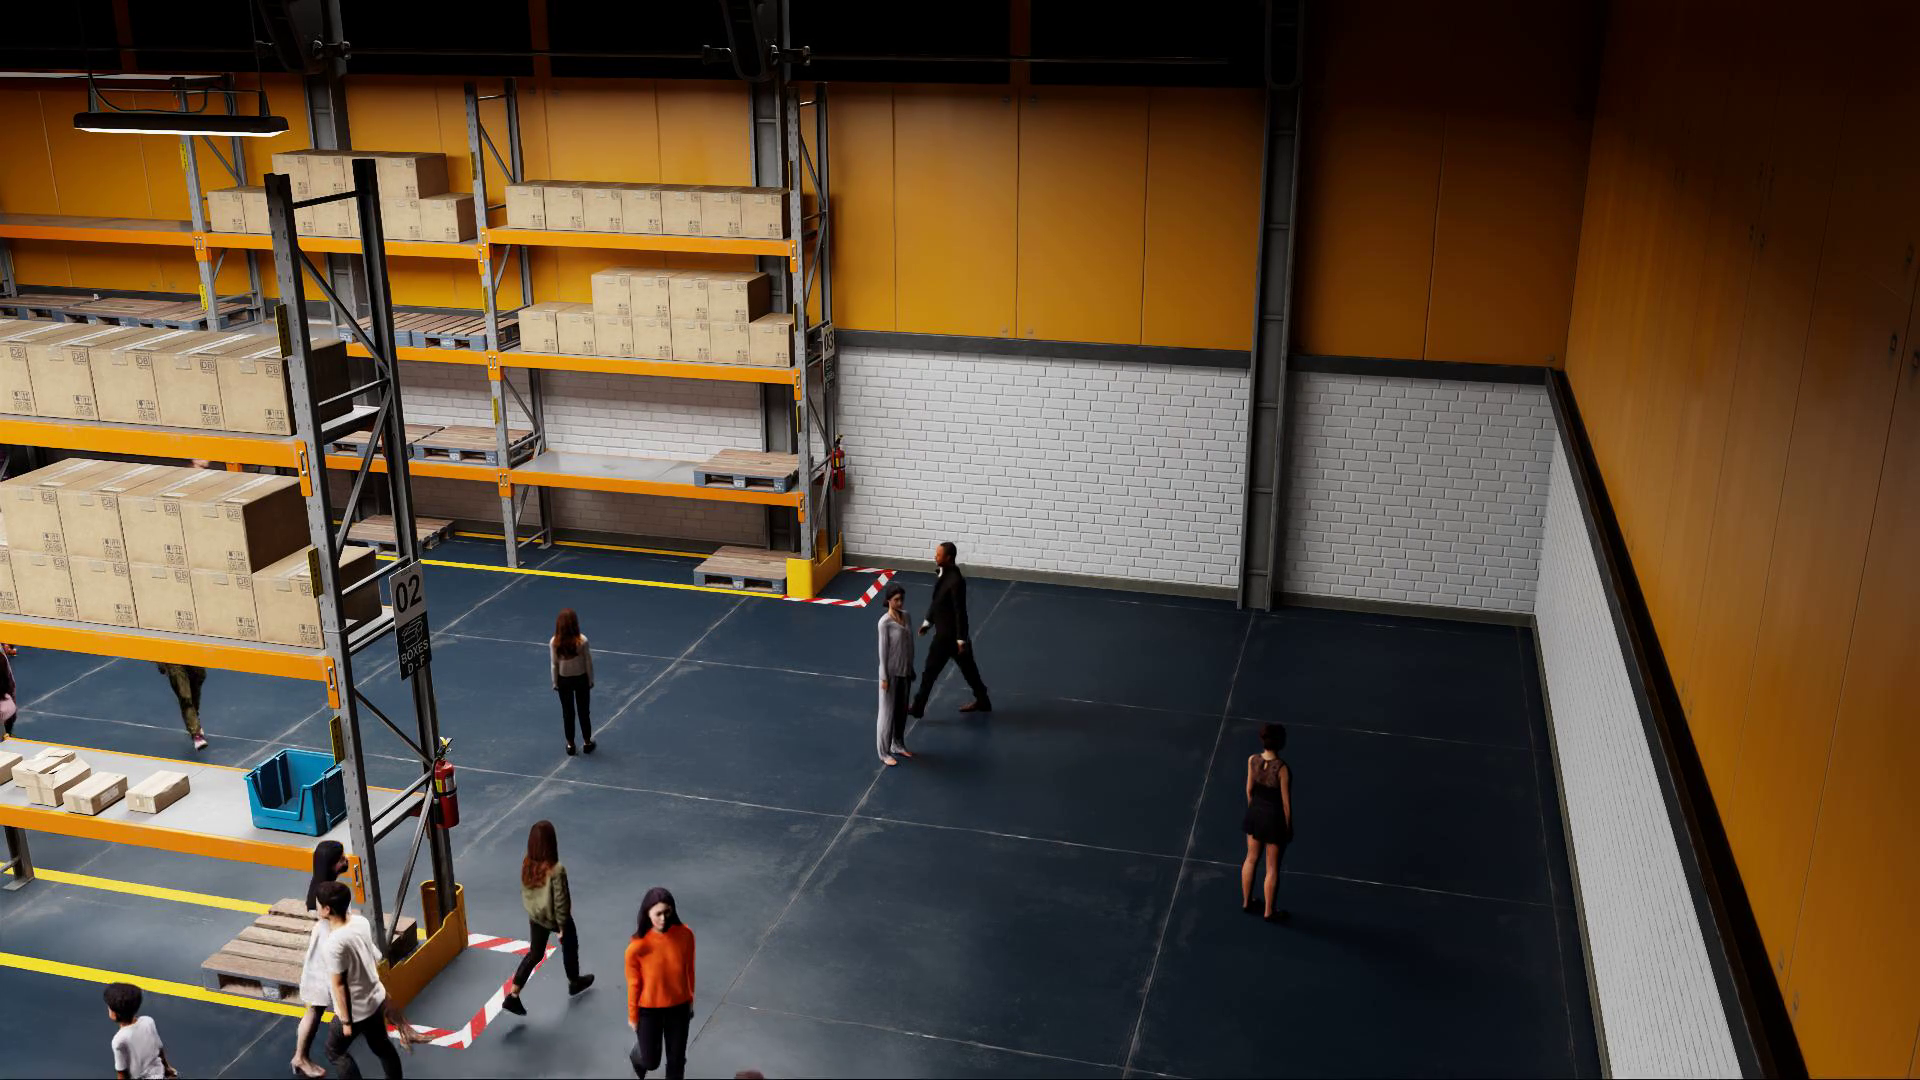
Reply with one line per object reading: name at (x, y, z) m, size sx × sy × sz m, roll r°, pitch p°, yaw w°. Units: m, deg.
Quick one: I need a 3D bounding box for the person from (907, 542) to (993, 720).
person at (-0.004, 0.924, 16.643) m, size 1.344 × 1.856 × 0.976 m, roll -2°, pitch 19°, yaw -5°

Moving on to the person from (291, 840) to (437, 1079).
person at (-4.280, 2.853, 11.120) m, size 1.251 × 1.726 × 1.021 m, roll -5°, pitch 19°, yaw -14°

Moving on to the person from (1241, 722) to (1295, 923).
person at (2.424, 2.203, 13.129) m, size 0.737 × 1.675 × 0.650 m, roll -16°, pitch 25°, yaw -40°

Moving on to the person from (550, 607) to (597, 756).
person at (-3.712, 1.352, 15.955) m, size 0.545 × 1.484 × 0.670 m, roll -3°, pitch 19°, yaw -7°

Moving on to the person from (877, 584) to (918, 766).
person at (-0.620, 1.254, 15.794) m, size 0.661 × 1.773 × 0.667 m, roll 15°, pitch 24°, yaw 37°

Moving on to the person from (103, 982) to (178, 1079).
person at (-5.027, 3.367, 10.392) m, size 0.973 × 1.215 × 0.485 m, roll 4°, pitch 19°, yaw 12°

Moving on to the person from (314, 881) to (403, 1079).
person at (-3.844, 2.996, 10.742) m, size 0.687 × 1.696 × 0.659 m, roll 3°, pitch 19°, yaw 10°

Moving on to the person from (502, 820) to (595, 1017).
person at (-3.011, 2.731, 11.919) m, size 1.007 × 1.447 × 0.853 m, roll 12°, pitch 22°, yaw 32°

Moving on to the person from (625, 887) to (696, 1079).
person at (-1.950, 2.987, 10.716) m, size 0.958 × 1.729 × 1.025 m, roll -10°, pitch 21°, yaw -28°
